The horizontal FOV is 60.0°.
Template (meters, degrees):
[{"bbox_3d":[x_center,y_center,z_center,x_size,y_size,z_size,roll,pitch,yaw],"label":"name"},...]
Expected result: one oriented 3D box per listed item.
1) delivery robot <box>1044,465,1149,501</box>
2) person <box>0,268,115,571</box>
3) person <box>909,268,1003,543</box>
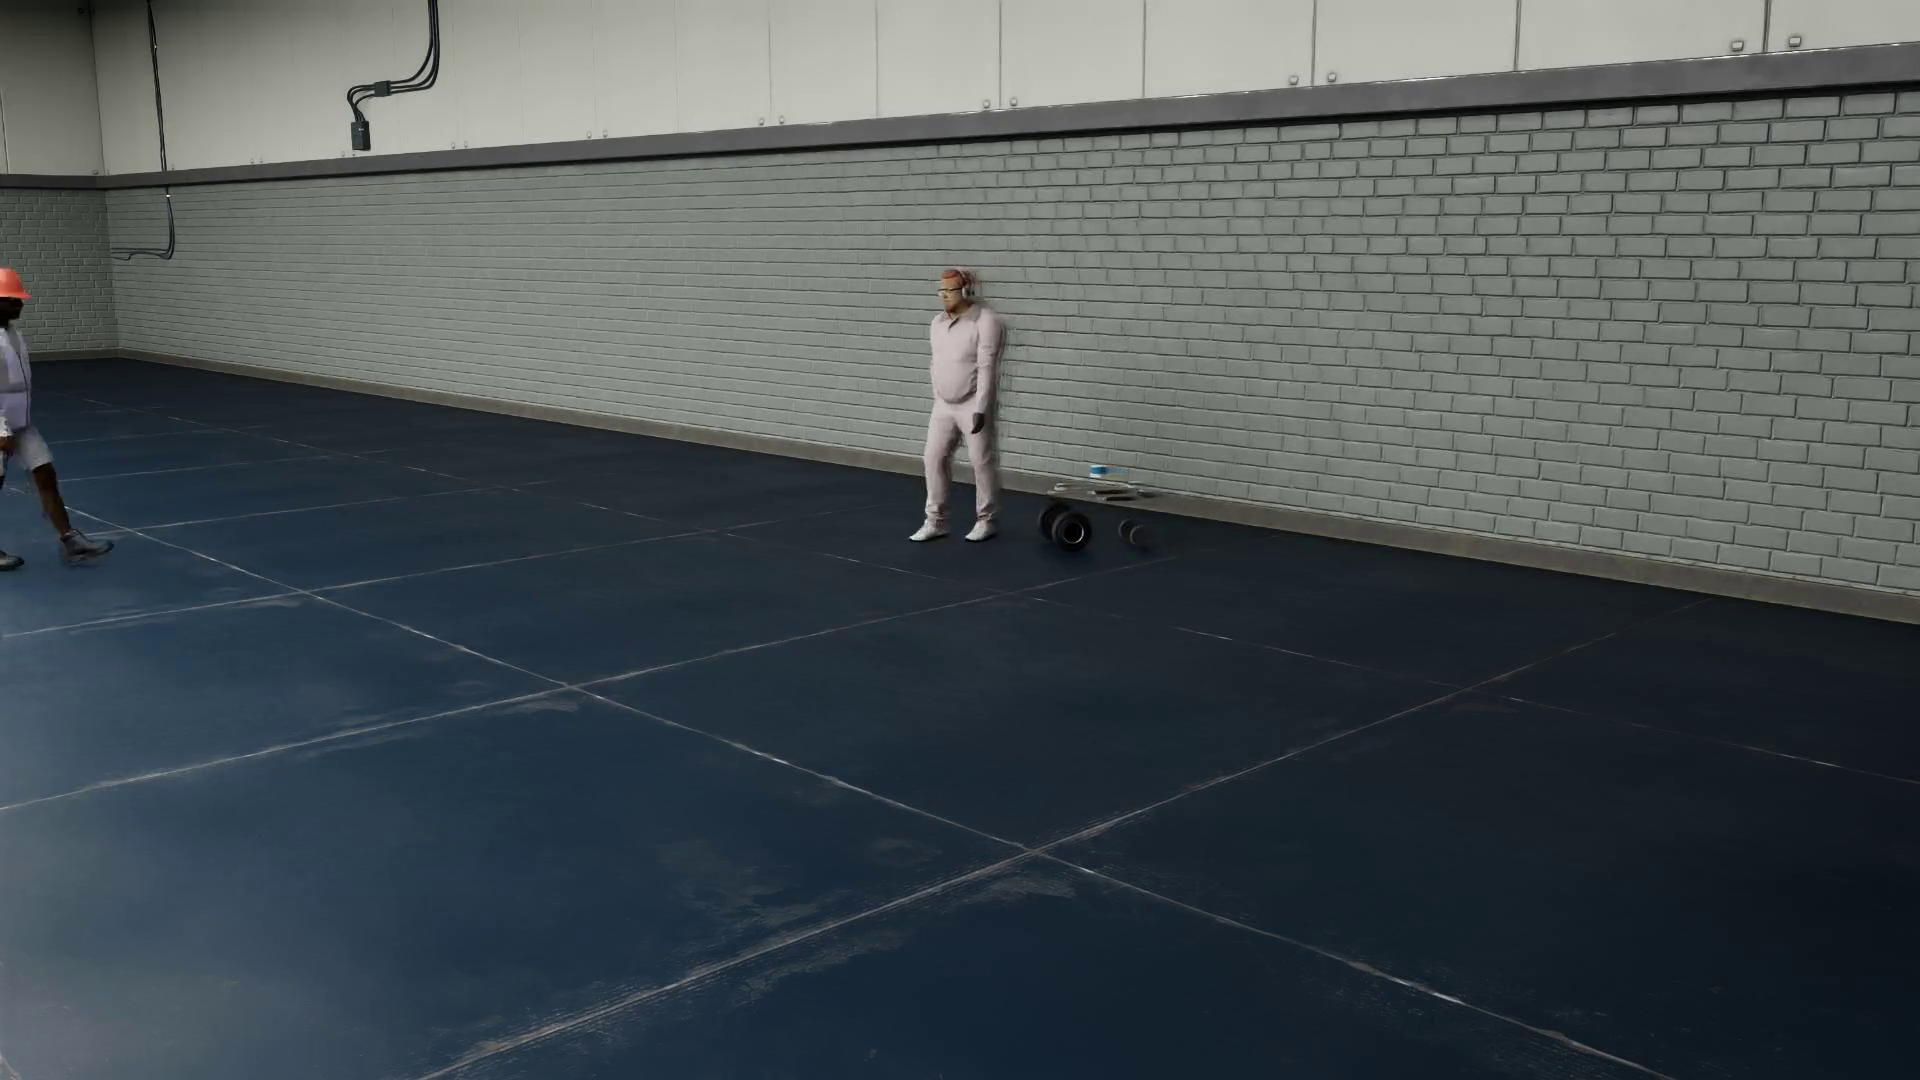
[{"bbox_3d":[0.940,-0.400,11.414,0.699,0.223,0.335,-2,11,-11],"label":"delivery robot"},{"bbox_3d":[-5.876,-0.745,10.462,0.913,1.896,0.576,0,10,-1],"label":"person"},{"bbox_3d":[-0.034,-0.900,11.369,0.667,1.876,0.791,8,13,38],"label":"person"}]
